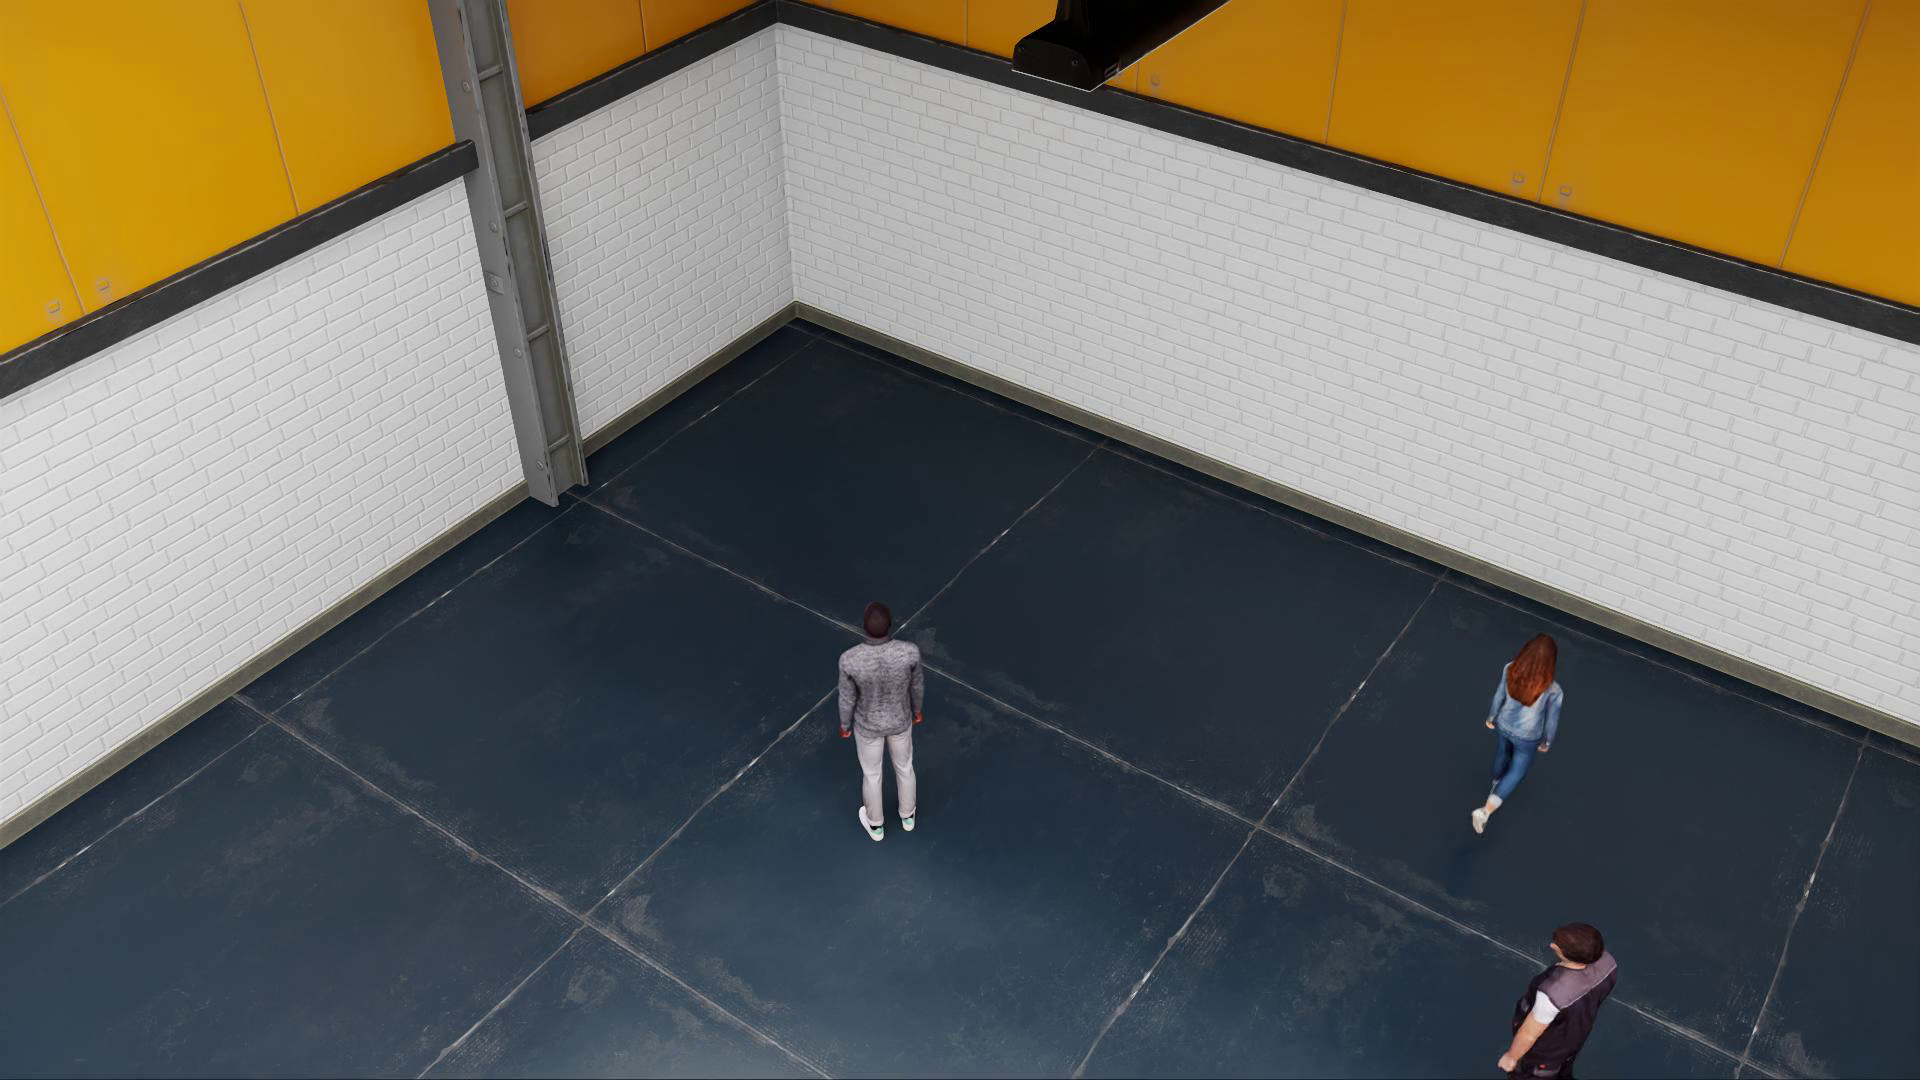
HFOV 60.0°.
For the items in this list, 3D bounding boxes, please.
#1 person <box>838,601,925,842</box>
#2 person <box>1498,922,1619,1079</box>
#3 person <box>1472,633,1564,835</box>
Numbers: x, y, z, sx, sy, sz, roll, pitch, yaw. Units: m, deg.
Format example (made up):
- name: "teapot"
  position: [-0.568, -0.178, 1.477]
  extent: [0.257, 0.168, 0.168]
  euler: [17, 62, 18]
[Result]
- name: "person"
  position: [-0.464, 1.091, 10.039]
  extent: [0.720, 1.839, 0.813]
  euler: [-10, 40, -12]
- name: "person"
  position: [3.000, 2.488, 8.299]
  extent: [0.735, 1.827, 0.954]
  euler: [-14, 41, -17]
- name: "person"
  position: [3.394, 1.197, 10.211]
  extent: [0.664, 1.459, 0.913]
  euler: [31, 48, 33]
